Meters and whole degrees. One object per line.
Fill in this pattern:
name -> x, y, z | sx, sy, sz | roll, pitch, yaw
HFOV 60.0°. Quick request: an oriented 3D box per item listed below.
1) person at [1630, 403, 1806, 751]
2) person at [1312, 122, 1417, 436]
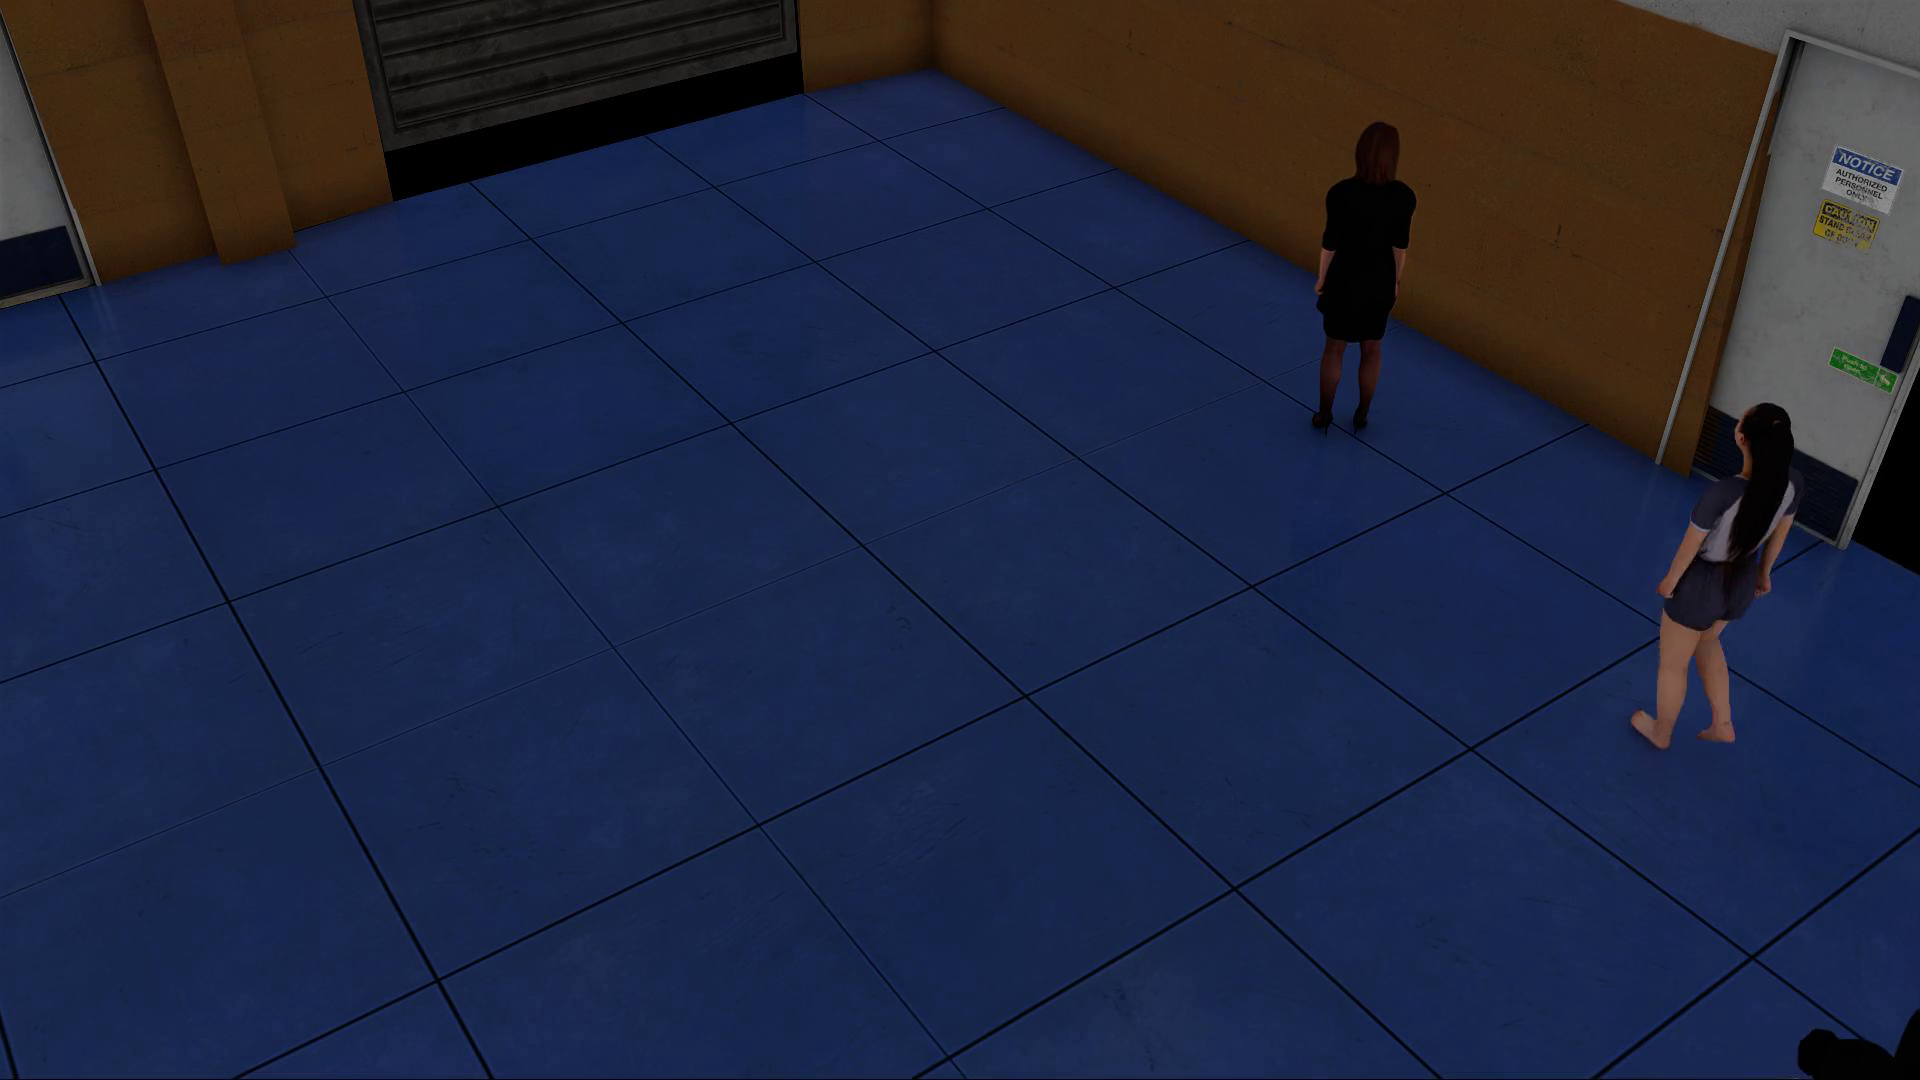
person -> 2.990, 0.235, 6.468 | 0.665, 1.640, 0.740 | -11, 38, -15
person -> 2.028, -1.296, 8.440 | 0.631, 1.704, 0.715 | 2, 37, 3
